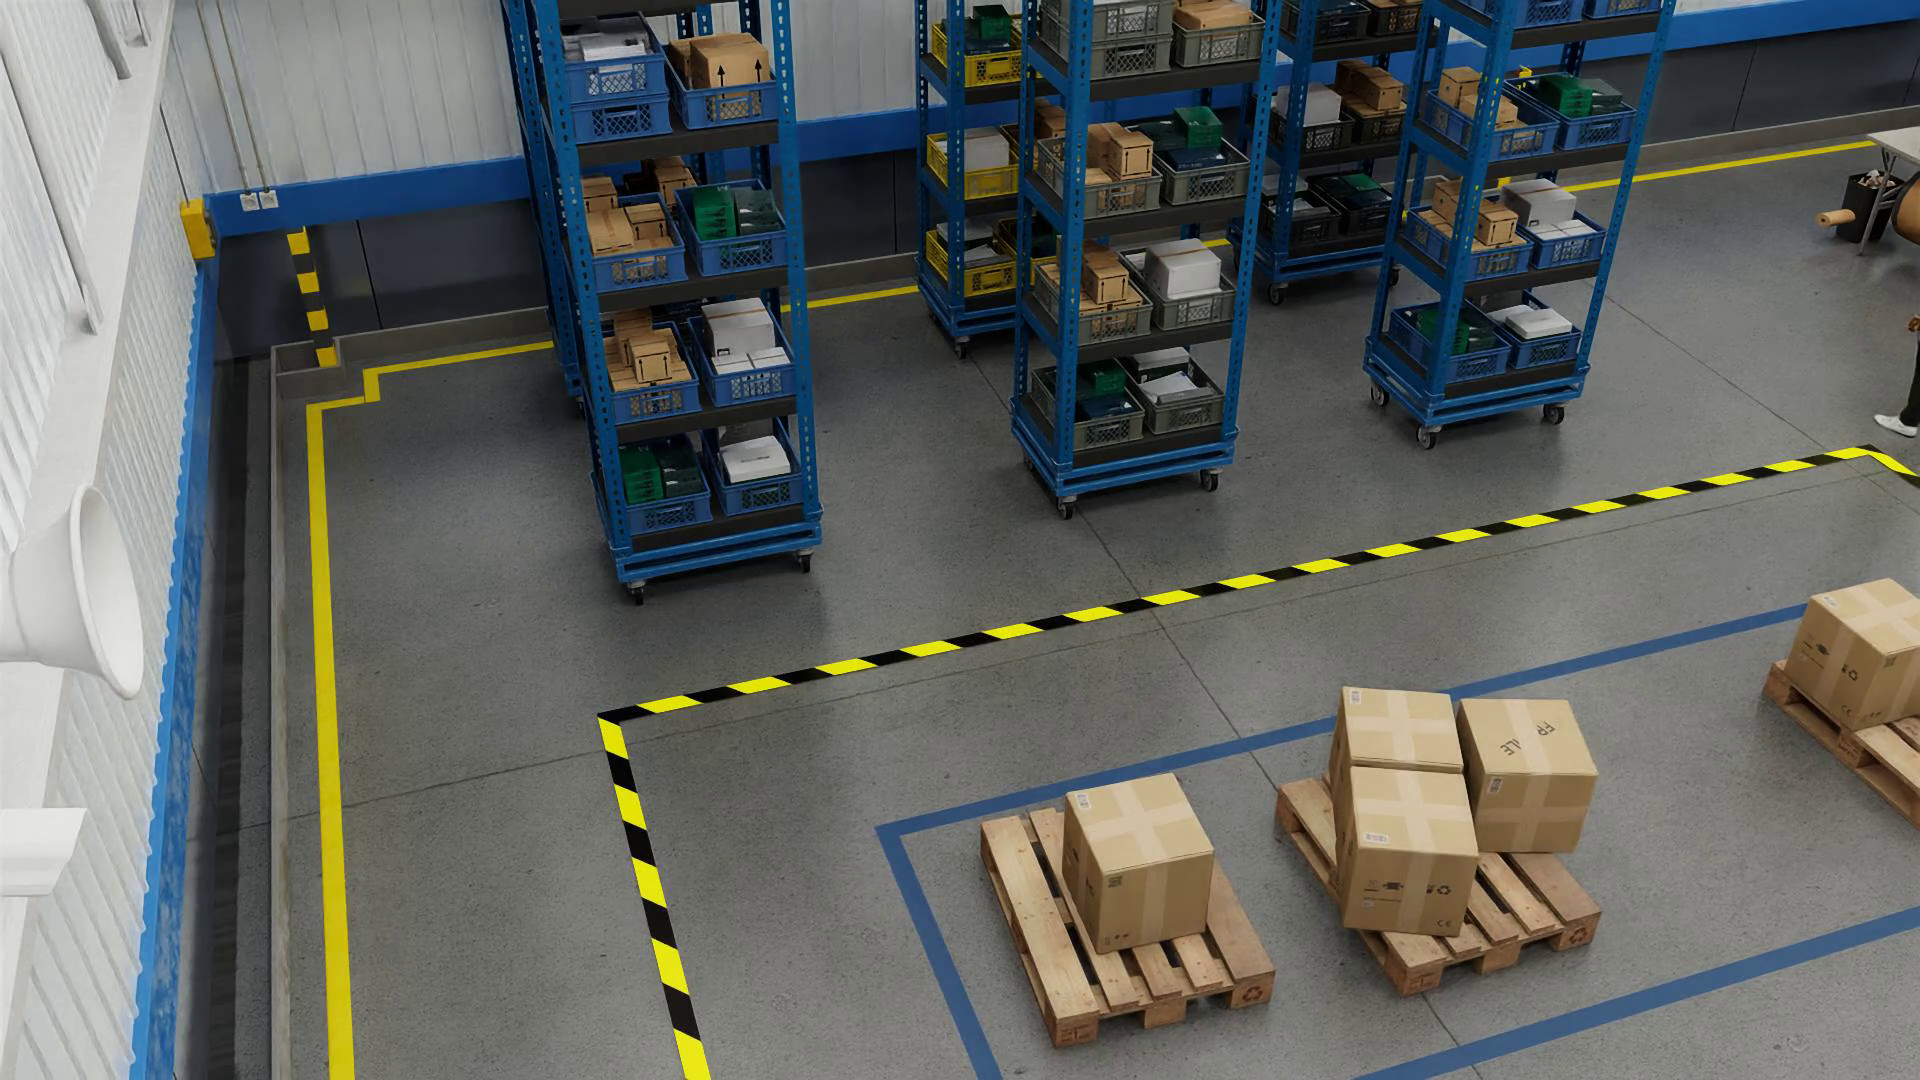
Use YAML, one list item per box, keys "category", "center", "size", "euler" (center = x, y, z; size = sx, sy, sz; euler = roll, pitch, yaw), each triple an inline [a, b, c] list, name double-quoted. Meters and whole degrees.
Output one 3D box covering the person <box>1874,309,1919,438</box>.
- category: "person"
  center: [6.469, -1.534, 10.856]
  size: [0.589, 1.852, 0.395]
  euler: [-11, 37, -15]
